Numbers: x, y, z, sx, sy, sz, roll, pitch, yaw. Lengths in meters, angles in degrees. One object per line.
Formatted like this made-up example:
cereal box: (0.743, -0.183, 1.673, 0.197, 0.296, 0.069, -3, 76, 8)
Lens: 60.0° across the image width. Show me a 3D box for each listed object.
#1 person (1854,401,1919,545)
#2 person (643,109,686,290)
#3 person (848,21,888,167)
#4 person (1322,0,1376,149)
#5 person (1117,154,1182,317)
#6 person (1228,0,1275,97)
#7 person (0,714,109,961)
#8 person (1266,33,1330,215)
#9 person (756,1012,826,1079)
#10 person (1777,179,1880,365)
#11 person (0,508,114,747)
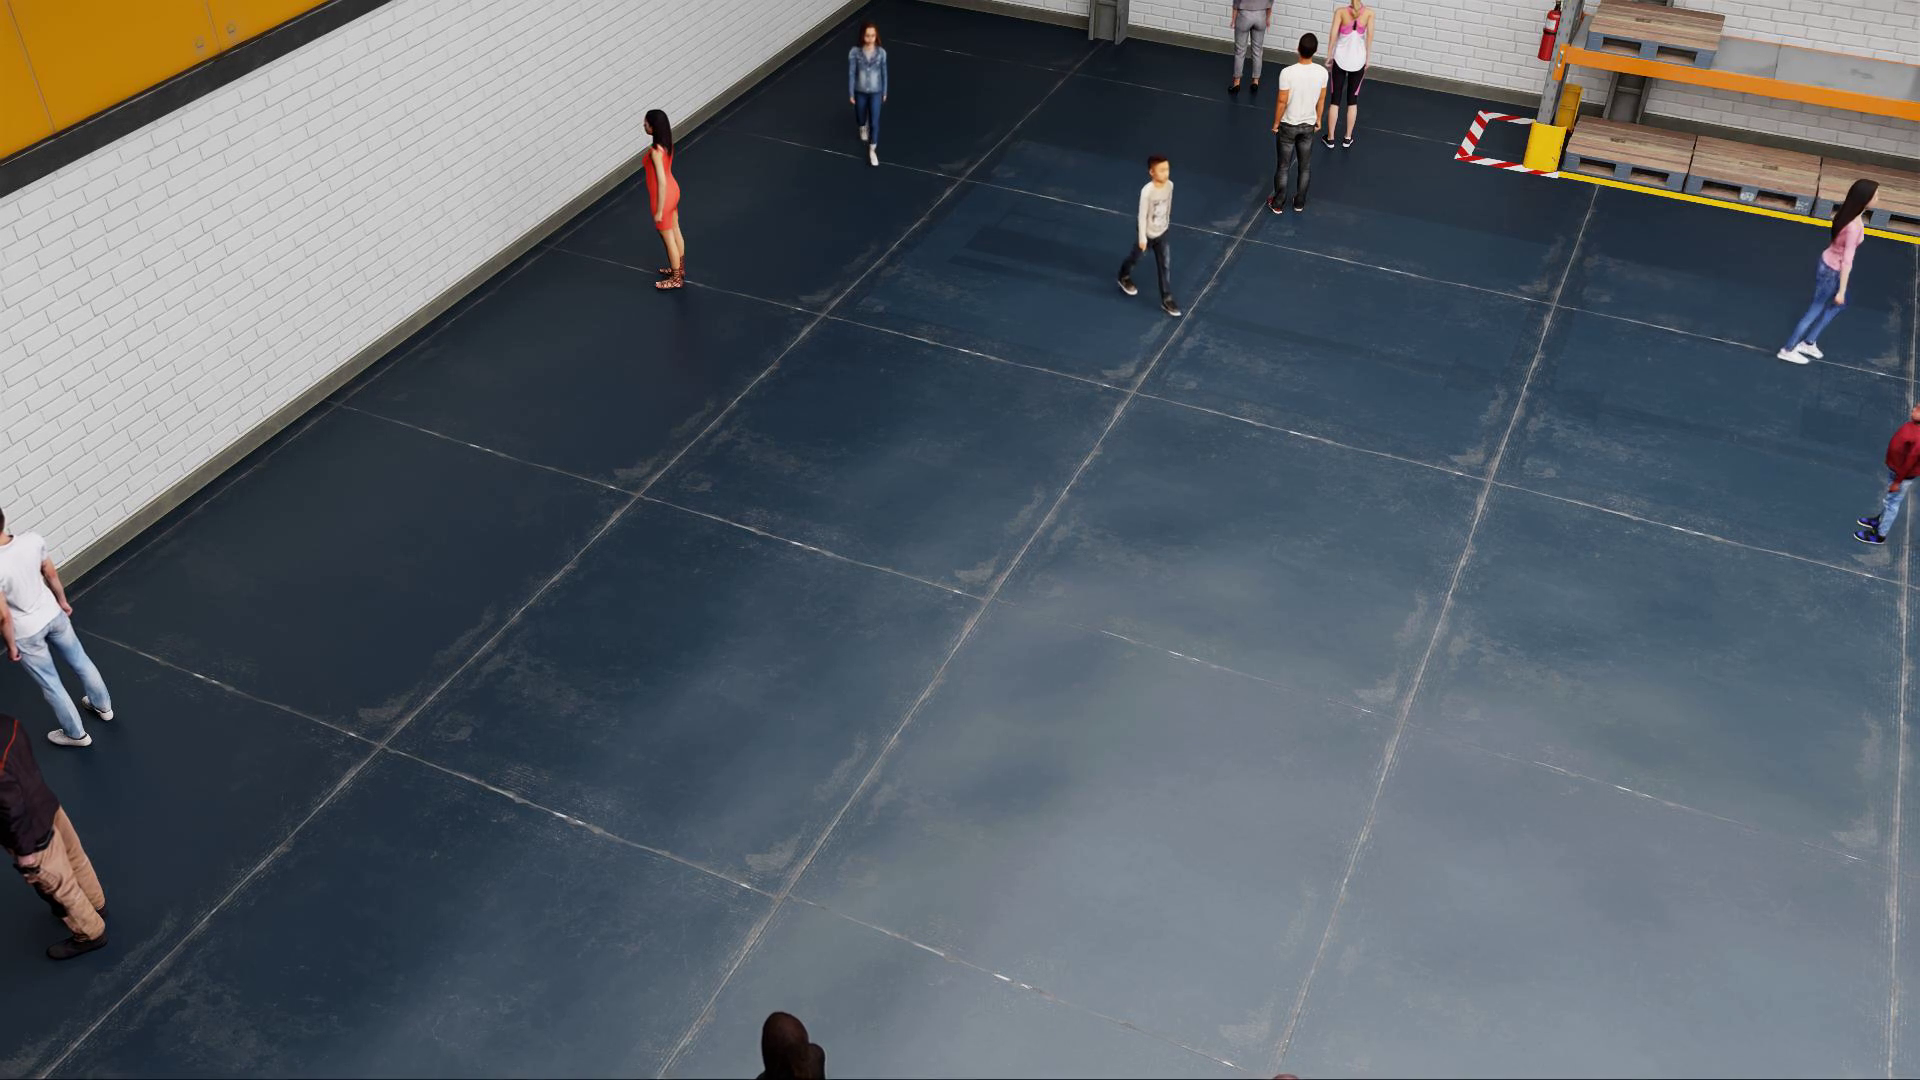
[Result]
person: (6.955, -0.537, 12.222, 0.483, 1.255, 0.506, 18, 42, 21)
person: (-2.667, -3.085, 15.040, 0.639, 1.719, 0.656, 2, 39, 3)
person: (-0.958, -4.666, 17.228, 0.929, 1.460, 0.902, -3, 39, -4)
person: (4.047, -4.966, 17.341, 0.571, 1.787, 0.728, 4, 39, 4)
person: (1.666, -2.771, 14.877, 0.890, 1.433, 1.081, -24, 44, -27)
person: (3.222, -5.748, 18.408, 0.693, 1.678, 0.786, -4, 39, -5)
person: (-5.073, 1.541, 9.083, 0.827, 1.925, 0.792, -9, 39, -11)
person: (3.285, -4.050, 16.181, 0.663, 1.804, 0.773, -5, 39, -6)
person: (-0.761, 2.767, 7.775, 0.577, 1.641, 0.634, 27, 46, 29)
person: (7.248, -2.259, 13.996, 0.649, 1.732, 0.626, 14, 41, 17)
person: (-5.784, 0.522, 10.418, 0.565, 1.851, 0.679, 12, 40, 15)
